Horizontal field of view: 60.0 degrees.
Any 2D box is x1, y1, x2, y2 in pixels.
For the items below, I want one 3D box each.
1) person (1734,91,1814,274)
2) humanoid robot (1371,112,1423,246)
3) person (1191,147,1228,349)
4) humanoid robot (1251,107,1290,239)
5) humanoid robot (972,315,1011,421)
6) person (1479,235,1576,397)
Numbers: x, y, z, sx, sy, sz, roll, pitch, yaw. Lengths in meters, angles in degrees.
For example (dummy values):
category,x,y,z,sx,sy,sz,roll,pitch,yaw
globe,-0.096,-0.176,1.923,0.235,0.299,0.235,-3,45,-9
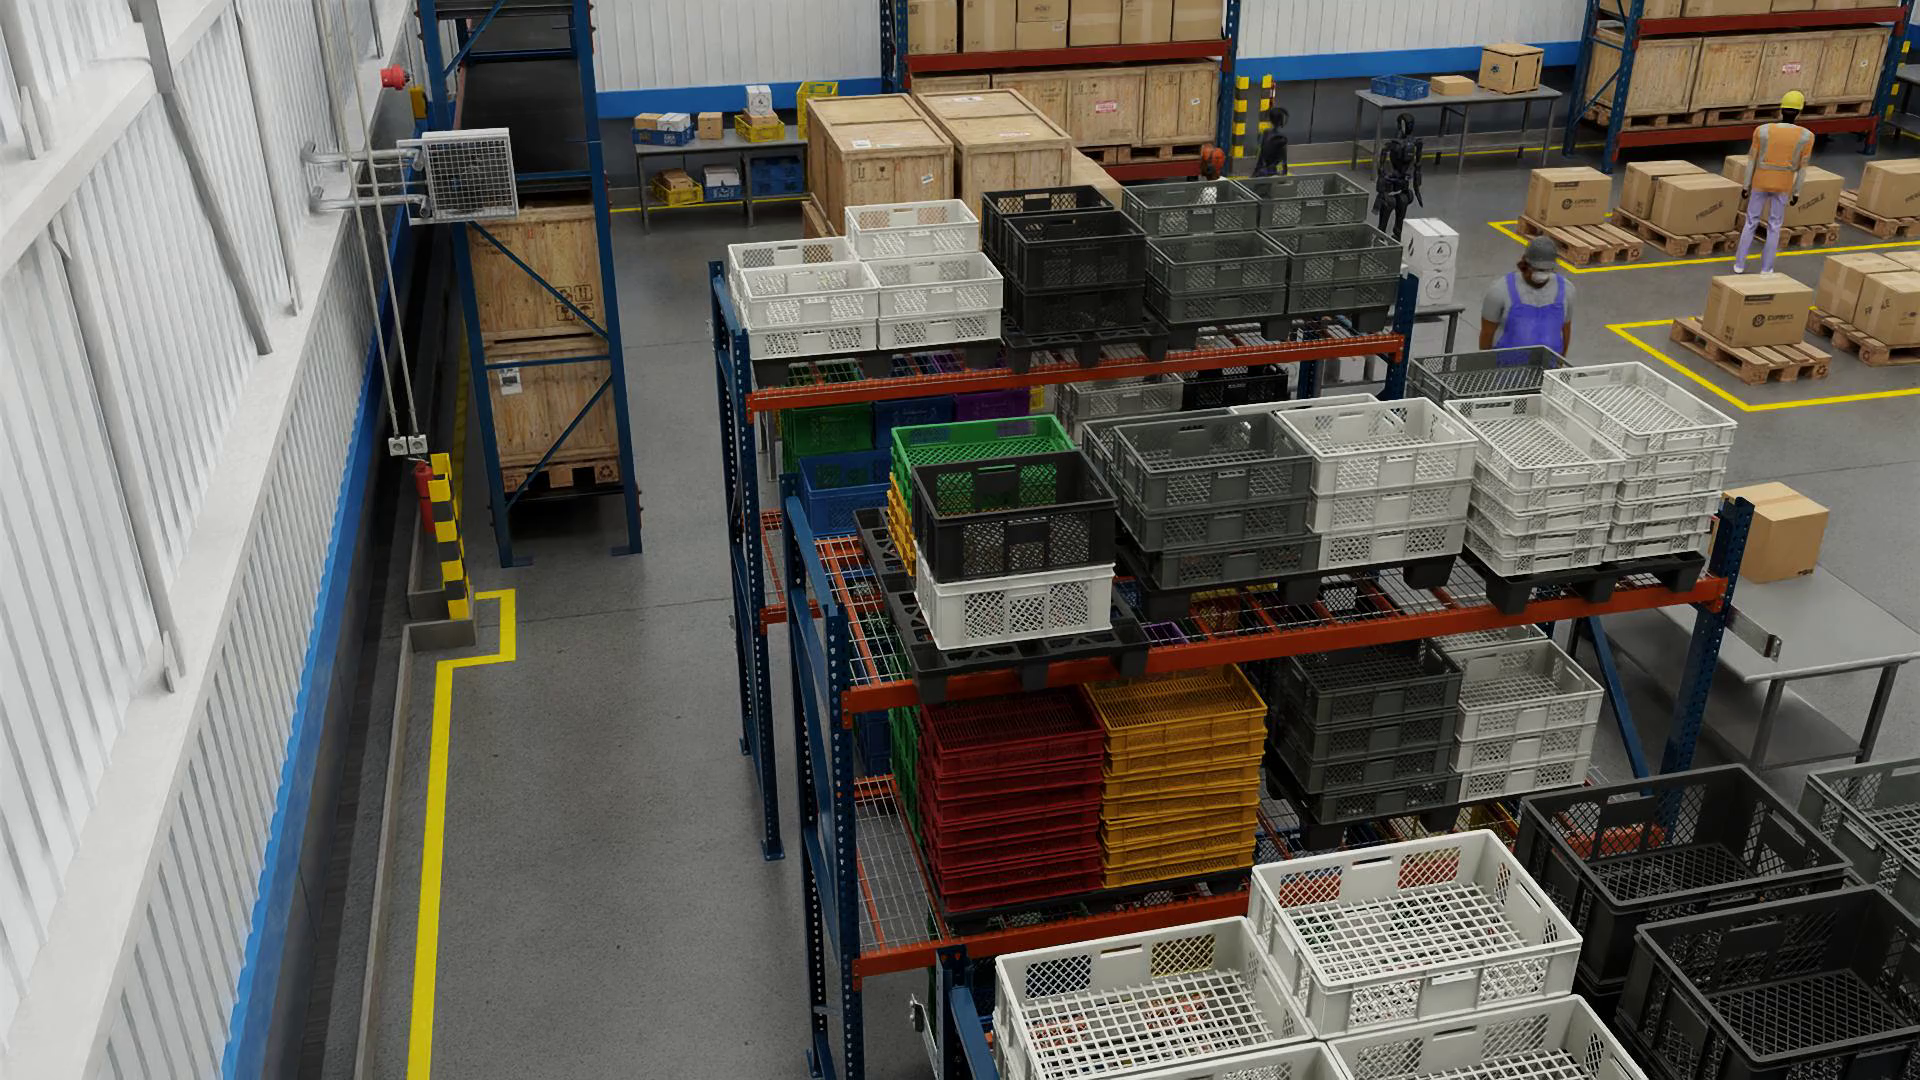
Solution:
category,x,y,z,sx,sy,sz,roll,pitch,yaw
person,8.449,-3.693,17.290,0.579,1.919,0.394,11,30,21
humanoid robot,4.585,-3.648,17.442,0.610,1.657,0.314,-13,31,-23
person,2.311,-2.711,15.458,0.341,1.882,0.583,10,29,17
humanoid robot,3.279,-3.822,17.838,0.749,1.636,0.588,-6,28,-11
humanoid robot,0.258,-0.922,12.326,0.755,1.627,0.596,-7,29,-14
person,4.306,-1.354,12.717,0.681,2.000,0.535,1,28,1
